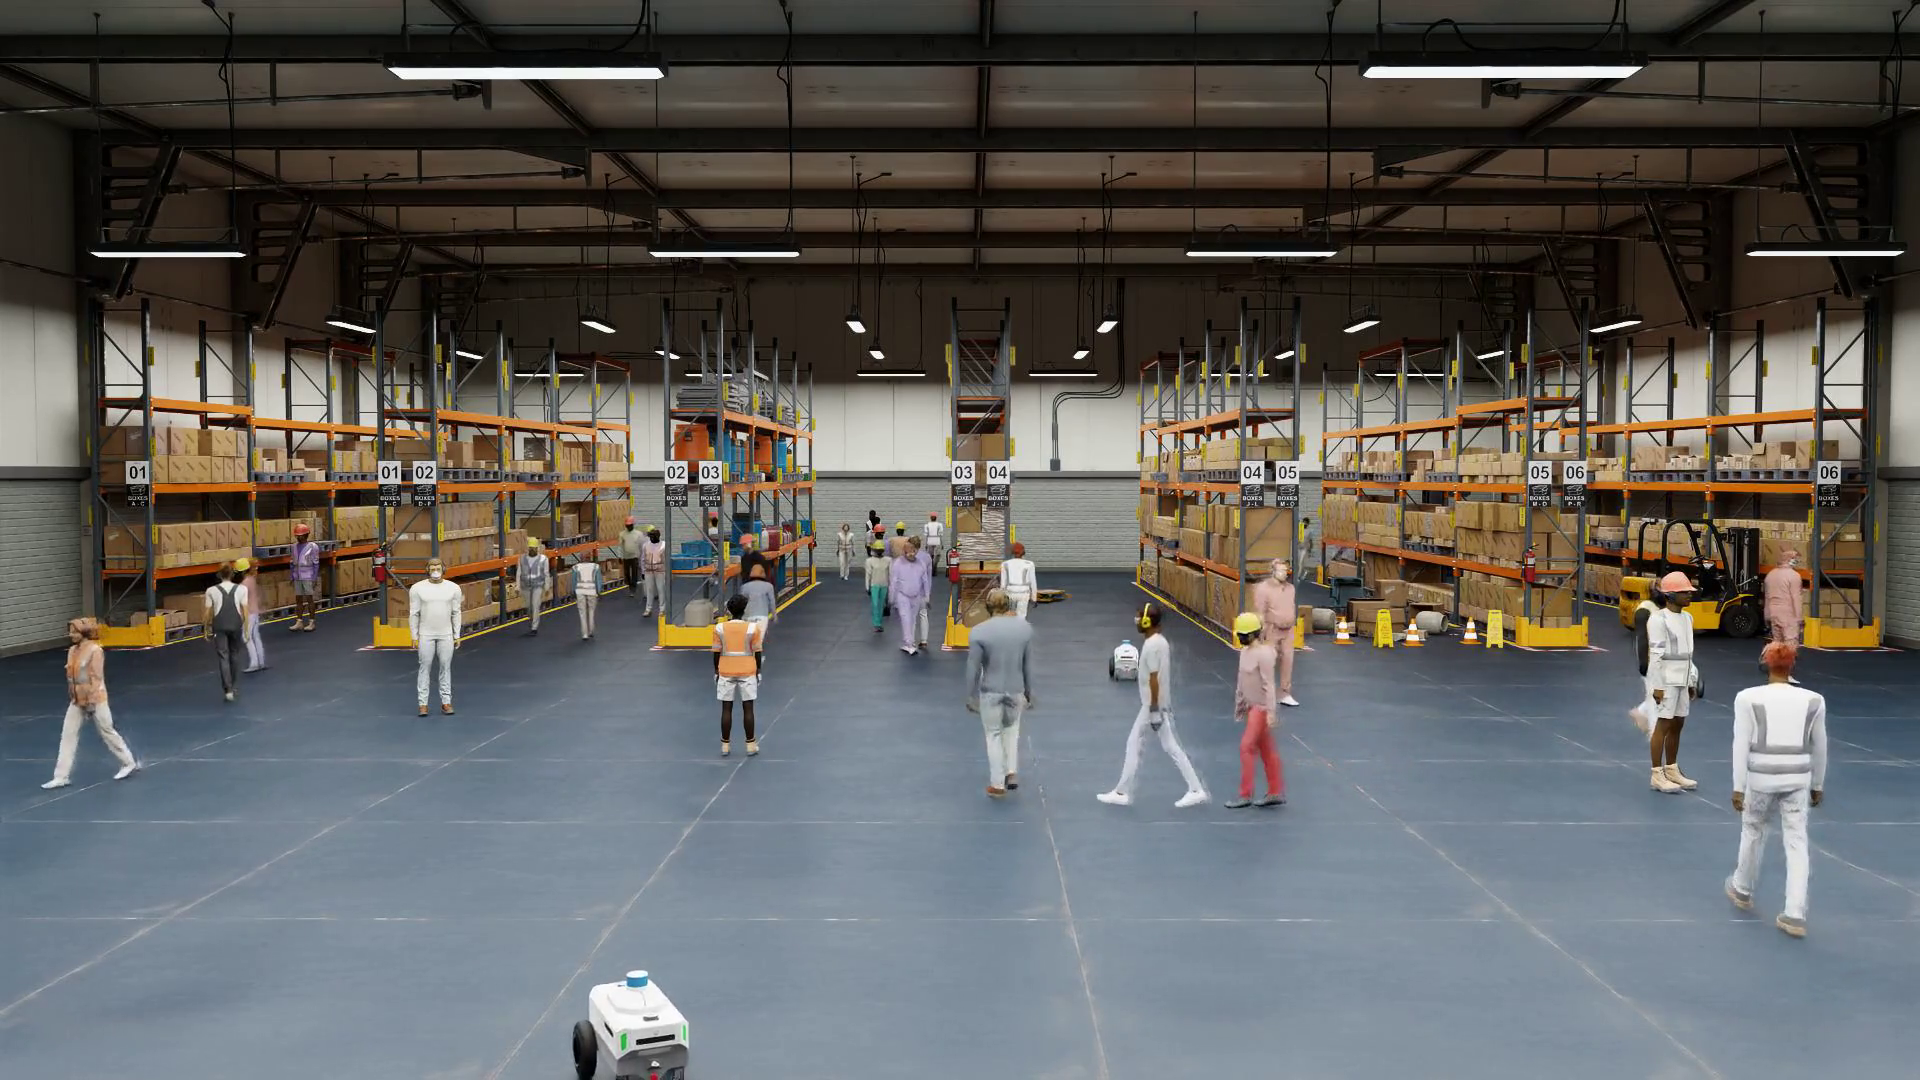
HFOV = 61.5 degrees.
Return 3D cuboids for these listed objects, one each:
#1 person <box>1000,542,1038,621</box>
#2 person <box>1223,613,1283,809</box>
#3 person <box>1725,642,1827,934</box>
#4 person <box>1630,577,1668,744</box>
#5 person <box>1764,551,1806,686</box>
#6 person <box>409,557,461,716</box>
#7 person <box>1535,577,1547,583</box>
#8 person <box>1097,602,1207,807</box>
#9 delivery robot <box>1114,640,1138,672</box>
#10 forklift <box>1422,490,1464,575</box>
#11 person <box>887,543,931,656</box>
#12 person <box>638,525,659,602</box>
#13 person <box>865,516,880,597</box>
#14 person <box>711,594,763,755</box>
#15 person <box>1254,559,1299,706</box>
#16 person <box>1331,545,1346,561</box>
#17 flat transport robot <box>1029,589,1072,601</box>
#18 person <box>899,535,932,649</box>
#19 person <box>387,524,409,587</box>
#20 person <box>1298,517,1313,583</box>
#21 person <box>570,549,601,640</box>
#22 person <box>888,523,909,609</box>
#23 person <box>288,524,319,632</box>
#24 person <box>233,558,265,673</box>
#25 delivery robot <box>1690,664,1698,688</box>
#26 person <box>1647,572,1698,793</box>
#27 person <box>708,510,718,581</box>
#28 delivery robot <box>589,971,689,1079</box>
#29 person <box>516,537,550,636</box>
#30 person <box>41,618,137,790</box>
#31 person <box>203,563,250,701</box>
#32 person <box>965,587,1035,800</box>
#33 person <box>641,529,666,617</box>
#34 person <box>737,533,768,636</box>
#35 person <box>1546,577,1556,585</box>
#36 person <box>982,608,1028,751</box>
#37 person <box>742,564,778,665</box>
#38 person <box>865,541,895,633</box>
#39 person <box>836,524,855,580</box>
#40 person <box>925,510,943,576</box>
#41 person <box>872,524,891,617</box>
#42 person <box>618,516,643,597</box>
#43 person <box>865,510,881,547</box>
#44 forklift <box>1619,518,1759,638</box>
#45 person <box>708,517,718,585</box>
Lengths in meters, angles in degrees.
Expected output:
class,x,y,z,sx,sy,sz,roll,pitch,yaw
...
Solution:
class,x,y,z,sx,sy,sz,roll,pitch,yaw
person,0.985,0.962,26.432,0.572,1.848,0.889,1,2,20
person,2.555,1.504,14.262,0.702,1.720,0.566,-1,2,-12
person,5.382,1.594,10.692,0.616,1.839,0.948,0,2,8
person,7.685,1.318,17.882,0.628,1.827,0.526,-2,3,-34
person,11.616,1.097,22.796,0.535,1.884,0.816,0,2,-9
person,-6.459,1.182,19.900,0.630,1.940,0.372,-1,3,-27
person,11.347,0.779,31.964,0.648,1.786,0.973,0,2,-1
person,1.749,1.462,14.395,0.982,1.828,0.547,1,2,24
delivery robot,2.416,1.696,23.445,0.477,0.478,0.707,0,3,5
forklift,13.926,-0.371,47.846,1.873,2.768,1.129,0,2,0
person,-0.806,0.972,26.463,0.723,1.834,1.013,-1,3,-28
person,-7.235,0.550,37.758,0.591,1.792,0.951,0,2,-2
person,-2.084,0.399,39.259,0.367,1.964,0.609,1,2,24
person,-2.344,1.415,17.028,0.541,1.696,0.315,0,2,1
person,4.053,1.172,20.818,0.653,1.882,0.748,-1,3,-27
person,10.446,0.203,44.891,0.875,1.902,0.567,1,3,32
flat transport robot,2.043,1.302,38.083,0.652,0.197,1.431,1,3,29
person,-0.769,0.887,27.316,0.627,1.941,0.371,-1,3,-28
person,-12.513,0.538,36.065,0.546,1.942,0.348,0,2,-2
person,9.408,0.266,44.228,0.586,1.834,0.602,2,3,41
person,-6.759,0.974,29.113,0.547,1.601,0.773,-1,2,-18
person,-1.325,0.570,35.958,0.609,1.892,0.853,0,2,0
person,-12.432,0.713,30.547,0.605,2.034,0.389,1,2,16
person,-10.663,1.117,24.242,0.402,1.719,0.695,0,2,-11
delivery robot,9.692,1.767,21.691,0.477,0.478,0.707,1,2,18
person,6.688,1.318,15.114,0.615,2.047,0.357,-2,3,-37
person,-6.906,0.161,45.065,0.434,1.979,0.657,0,2,5
delivery robot,-1.549,2.321,7.759,0.477,0.478,0.707,-1,2,-25
person,-7.898,0.844,29.894,0.603,1.816,0.675,0,2,-1
person,-8.296,1.532,15.434,0.527,1.595,0.868,1,3,29
person,-9.704,1.196,21.341,0.532,1.791,0.952,-1,3,-33
person,0.349,1.393,14.793,0.652,1.918,0.458,-1,2,-22
person,-6.355,0.684,33.678,0.625,1.840,0.430,0,2,10
person,-3.492,0.867,27.492,0.641,1.964,0.505,2,3,39
person,11.969,0.656,33.241,0.627,1.932,0.602,0,2,3
person,0.471,1.493,16.142,0.503,1.615,0.605,0,2,3
person,-3.040,1.171,24.531,0.506,1.590,0.858,1,2,15
person,-1.471,0.881,30.202,0.543,1.724,0.896,-1,2,-21
person,-3.180,0.348,45.064,0.528,1.583,0.895,0,2,-6
person,-0.773,0.090,47.514,0.560,1.927,0.521,0,2,9
person,-1.677,0.630,33.836,0.378,1.932,0.551,1,3,30
person,-8.015,0.395,39.384,0.628,1.974,0.614,0,2,0
person,-2.588,0.060,48.393,0.383,1.918,0.591,2,3,43
forklift,13.417,0.684,29.791,2.313,2.155,1.214,0,2,0
person,-6.597,0.295,43.392,0.517,1.852,0.734,0,2,-5
